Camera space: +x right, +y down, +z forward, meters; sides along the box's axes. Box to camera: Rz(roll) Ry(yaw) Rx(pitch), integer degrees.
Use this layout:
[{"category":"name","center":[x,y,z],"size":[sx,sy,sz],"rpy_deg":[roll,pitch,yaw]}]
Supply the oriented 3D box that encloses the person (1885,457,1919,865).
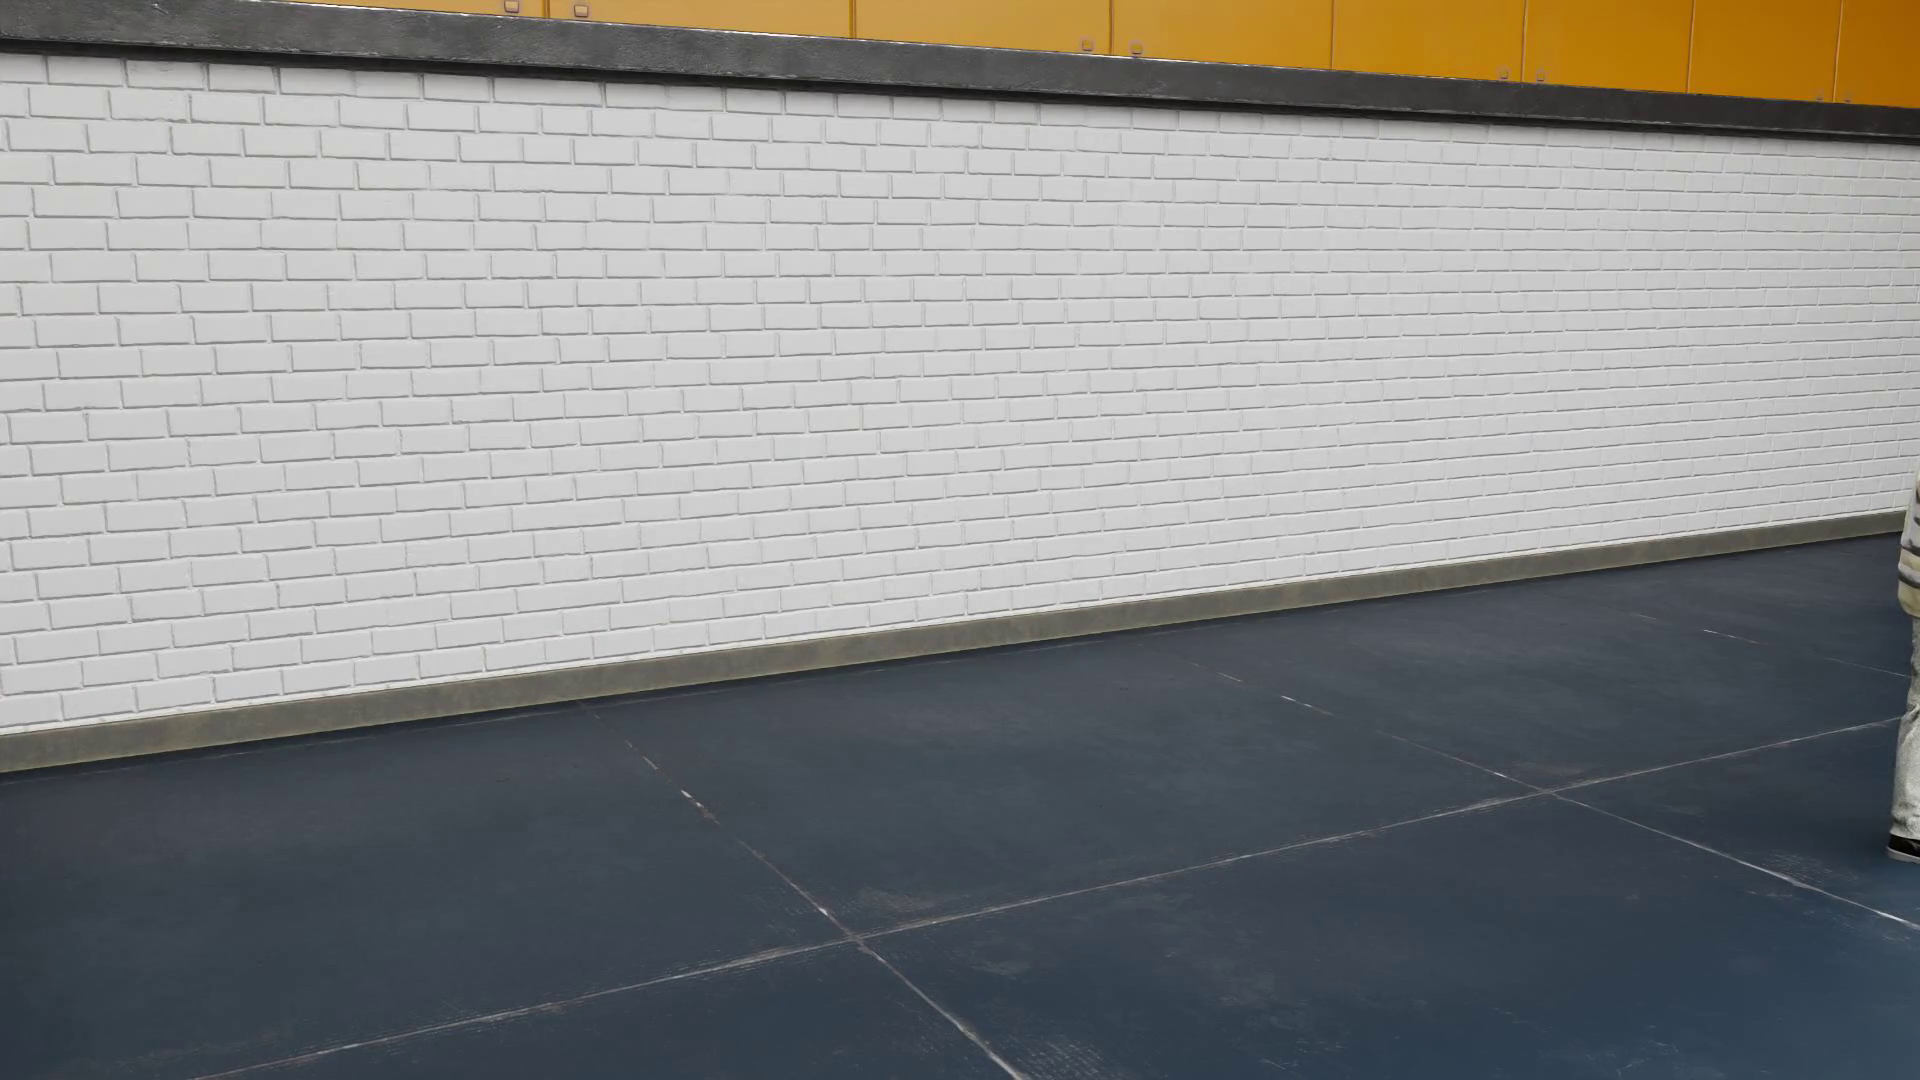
[{"category":"person","center":[3.487,0.227,5.776],"size":[0.403,1.825,0.596],"rpy_deg":[9,13,41]}]
